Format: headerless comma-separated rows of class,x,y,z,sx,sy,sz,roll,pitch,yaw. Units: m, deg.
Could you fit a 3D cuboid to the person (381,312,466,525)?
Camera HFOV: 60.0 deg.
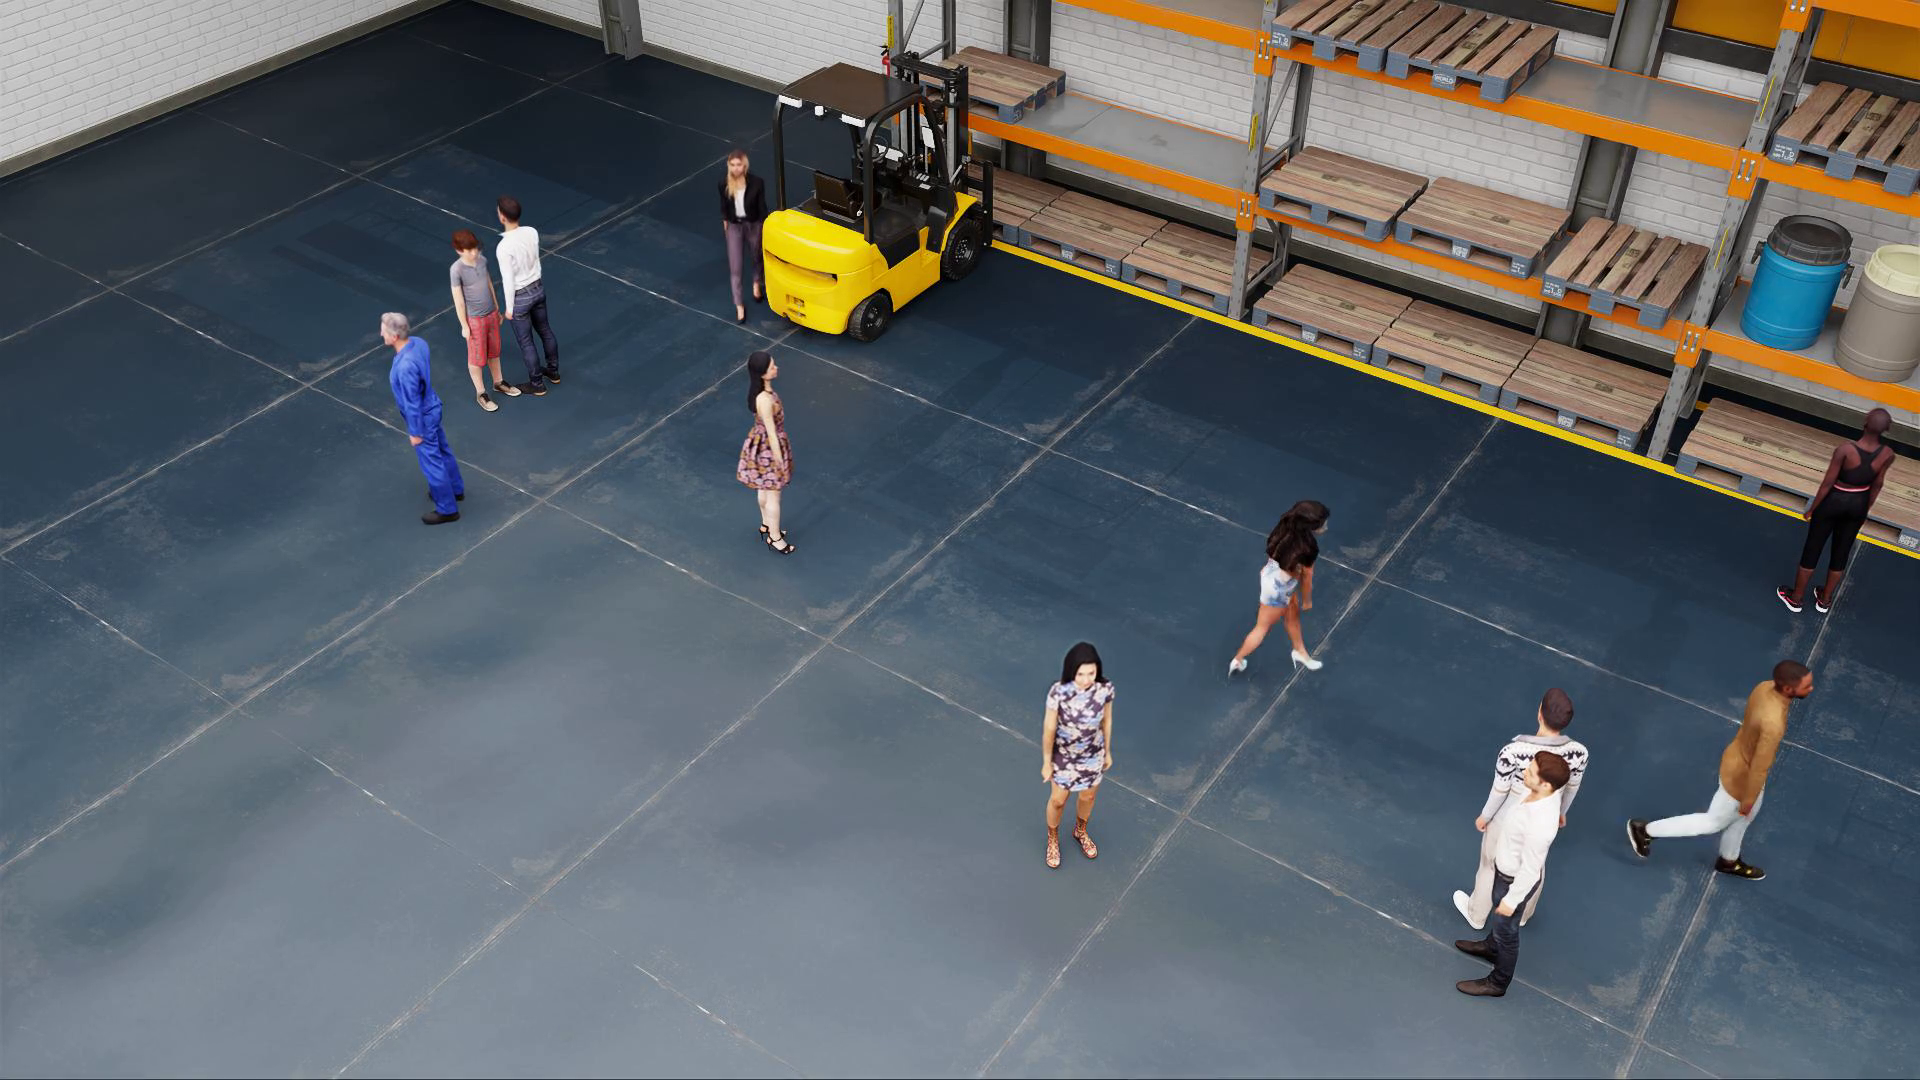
person,-4.193,-0.971,13.018,0.820,1.825,0.781,-4,39,-5

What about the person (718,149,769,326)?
person,-1.987,-2.909,15.593,1.023,1.639,1.027,-2,39,-3

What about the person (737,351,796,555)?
person,-1.448,-0.669,12.681,0.863,1.774,0.792,-11,40,-14

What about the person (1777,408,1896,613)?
person,6.423,-0.216,12.126,0.624,1.758,0.734,4,39,4

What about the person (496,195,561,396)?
person,-3.762,-2.120,14.421,0.595,1.868,0.629,20,43,23

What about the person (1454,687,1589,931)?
person,3.314,1.606,9.763,0.737,1.860,0.824,-3,39,-4

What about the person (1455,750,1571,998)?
person,3.154,1.881,9.410,0.667,1.871,0.726,9,40,11

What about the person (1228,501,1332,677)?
person,2.166,0.359,11.560,1.022,1.565,0.927,-8,39,-10

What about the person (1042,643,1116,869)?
person,0.726,1.314,10.231,0.669,1.732,0.705,-10,40,-12

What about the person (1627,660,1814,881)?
person,4.651,1.394,10.083,1.191,1.792,0.851,12,40,15

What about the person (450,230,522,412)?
person,-4.156,-1.928,14.356,0.516,1.651,0.574,23,44,26
